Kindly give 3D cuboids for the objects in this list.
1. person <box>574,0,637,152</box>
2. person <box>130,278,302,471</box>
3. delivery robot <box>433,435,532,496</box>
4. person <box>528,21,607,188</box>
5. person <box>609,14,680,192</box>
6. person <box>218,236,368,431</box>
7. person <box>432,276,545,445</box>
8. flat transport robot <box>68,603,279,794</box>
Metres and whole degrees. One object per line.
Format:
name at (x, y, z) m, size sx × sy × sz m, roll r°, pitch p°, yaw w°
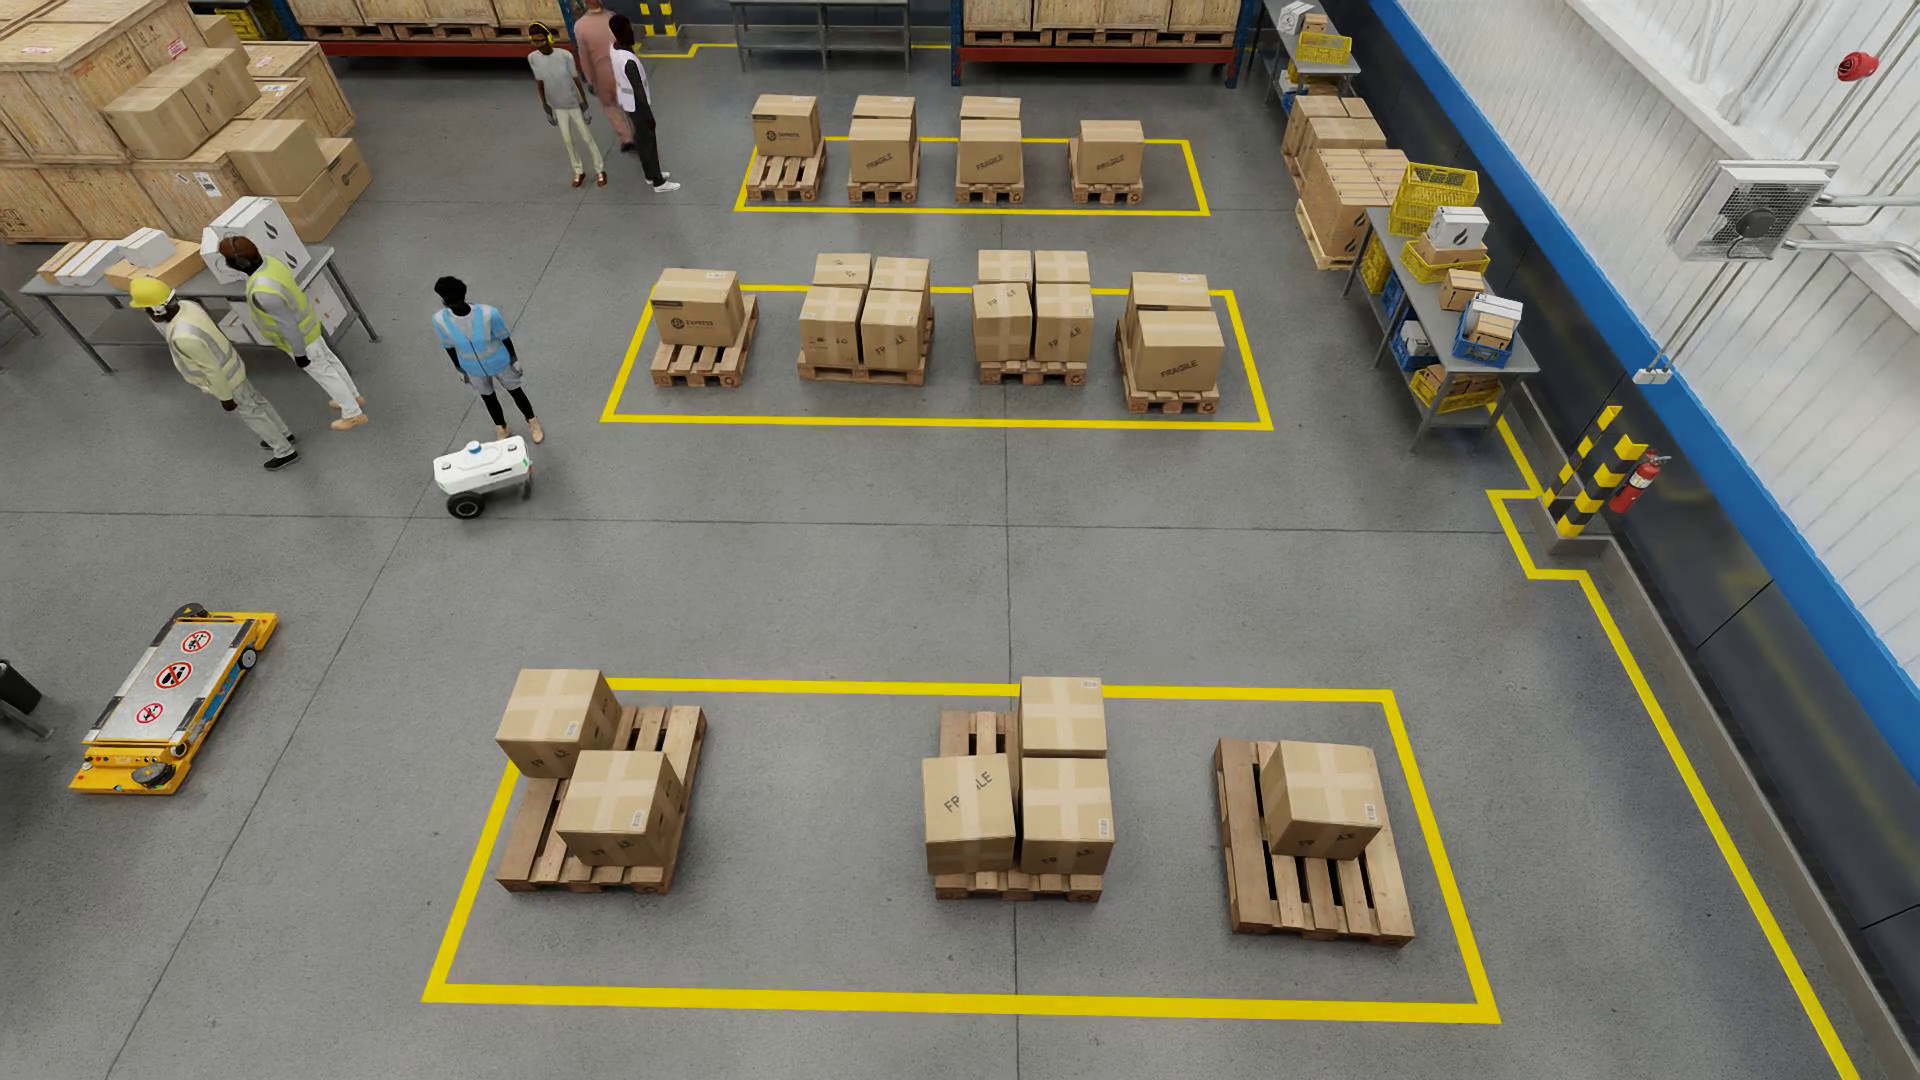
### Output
person at (-4.201, -5.620, 11.045) m, size 0.695 × 1.898 × 0.420 m, roll -32°, pitch 57°, yaw -24°
person at (-6.032, -1.335, 7.463) m, size 0.403 × 1.830 × 0.598 m, roll -23°, pitch 53°, yaw -18°
delivery robot at (-3.959, -0.618, 7.628) m, size 0.707 × 0.478 × 0.477 m, roll -20°, pitch 53°, yaw -16°
person at (-4.507, -4.961, 10.517) m, size 0.513 × 1.862 × 0.349 m, roll -3°, pitch 50°, yaw -3°
person at (-3.671, -4.957, 10.472) m, size 0.392 × 1.920 × 0.593 m, roll -26°, pitch 55°, yaw -21°
person at (-5.652, -1.746, 7.805) m, size 0.429 × 1.842 × 0.636 m, roll -20°, pitch 52°, yaw -16°
person at (-3.945, -1.463, 7.658) m, size 0.531 × 1.697 × 0.322 m, roll -12°, pitch 51°, yaw -10°
flat transport robot at (-5.504, 1.072, 6.442) m, size 0.652 × 0.197 × 1.431 m, roll 1°, pitch 50°, yaw 1°
